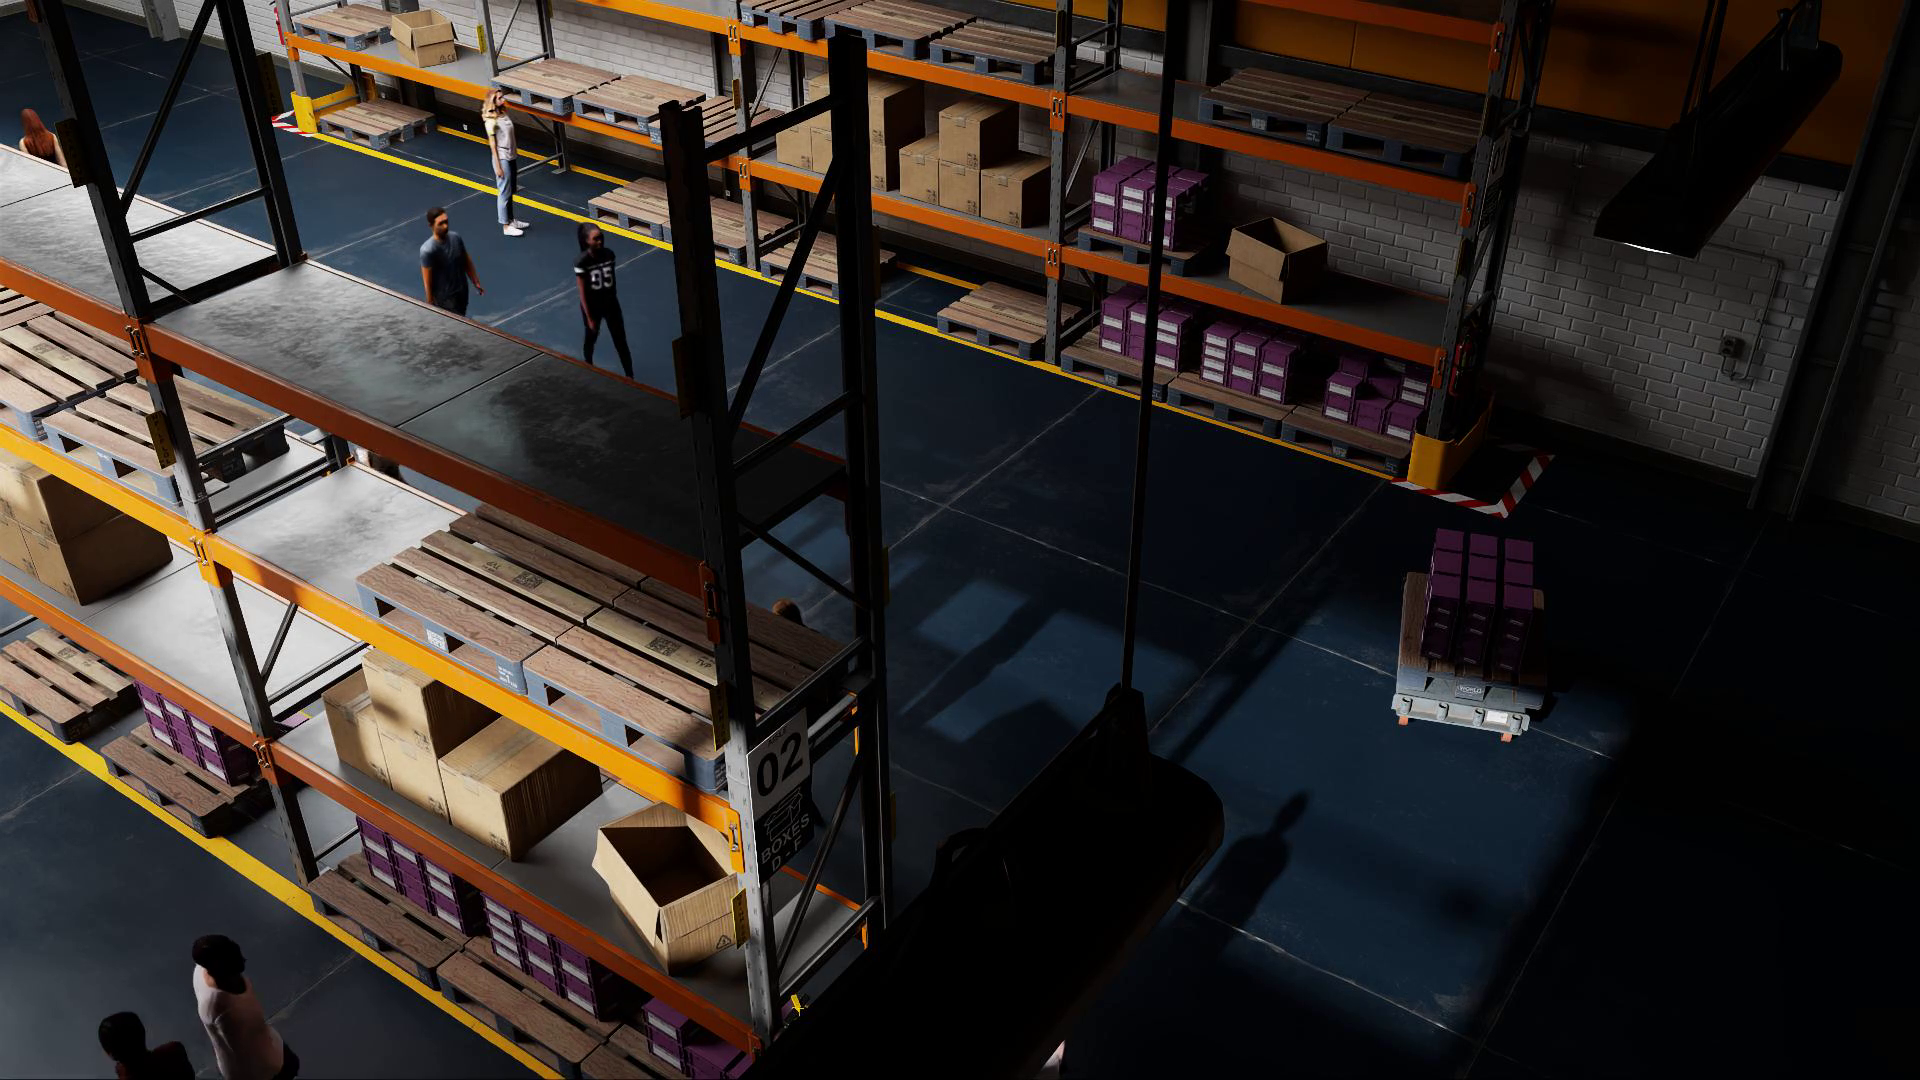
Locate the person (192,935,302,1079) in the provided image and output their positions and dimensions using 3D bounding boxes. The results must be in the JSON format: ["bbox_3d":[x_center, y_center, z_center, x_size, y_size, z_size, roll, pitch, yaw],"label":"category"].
[{"bbox_3d":[-3.725,2.665,8.574,0.919,1.822,0.838,-19,38,-26],"label":"person"}]

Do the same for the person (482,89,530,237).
[{"bbox_3d":[-5.289,-4.389,19.277,0.713,1.722,0.710,2,34,4],"label":"person"}]

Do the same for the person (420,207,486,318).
[{"bbox_3d":[-5.052,-2.426,16.267,0.911,1.785,0.734,15,36,21],"label":"person"}]

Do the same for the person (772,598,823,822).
[{"bbox_3d":[-1.092,1.144,10.843,0.678,1.843,0.664,-20,38,-27],"label":"person"}]

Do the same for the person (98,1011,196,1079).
[{"bbox_3d":[-3.793,2.997,8.147,0.992,1.743,0.660,21,39,28],"label":"person"}]

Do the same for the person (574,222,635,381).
[{"bbox_3d":[-3.535,-2.239,16.081,0.830,1.681,1.236,-25,41,-32],"label":"person"}]

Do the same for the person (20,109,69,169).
[{"bbox_3d":[-10.219,-4.008,18.700,0.609,1.726,0.578,-26,41,-33],"label":"person"}]
